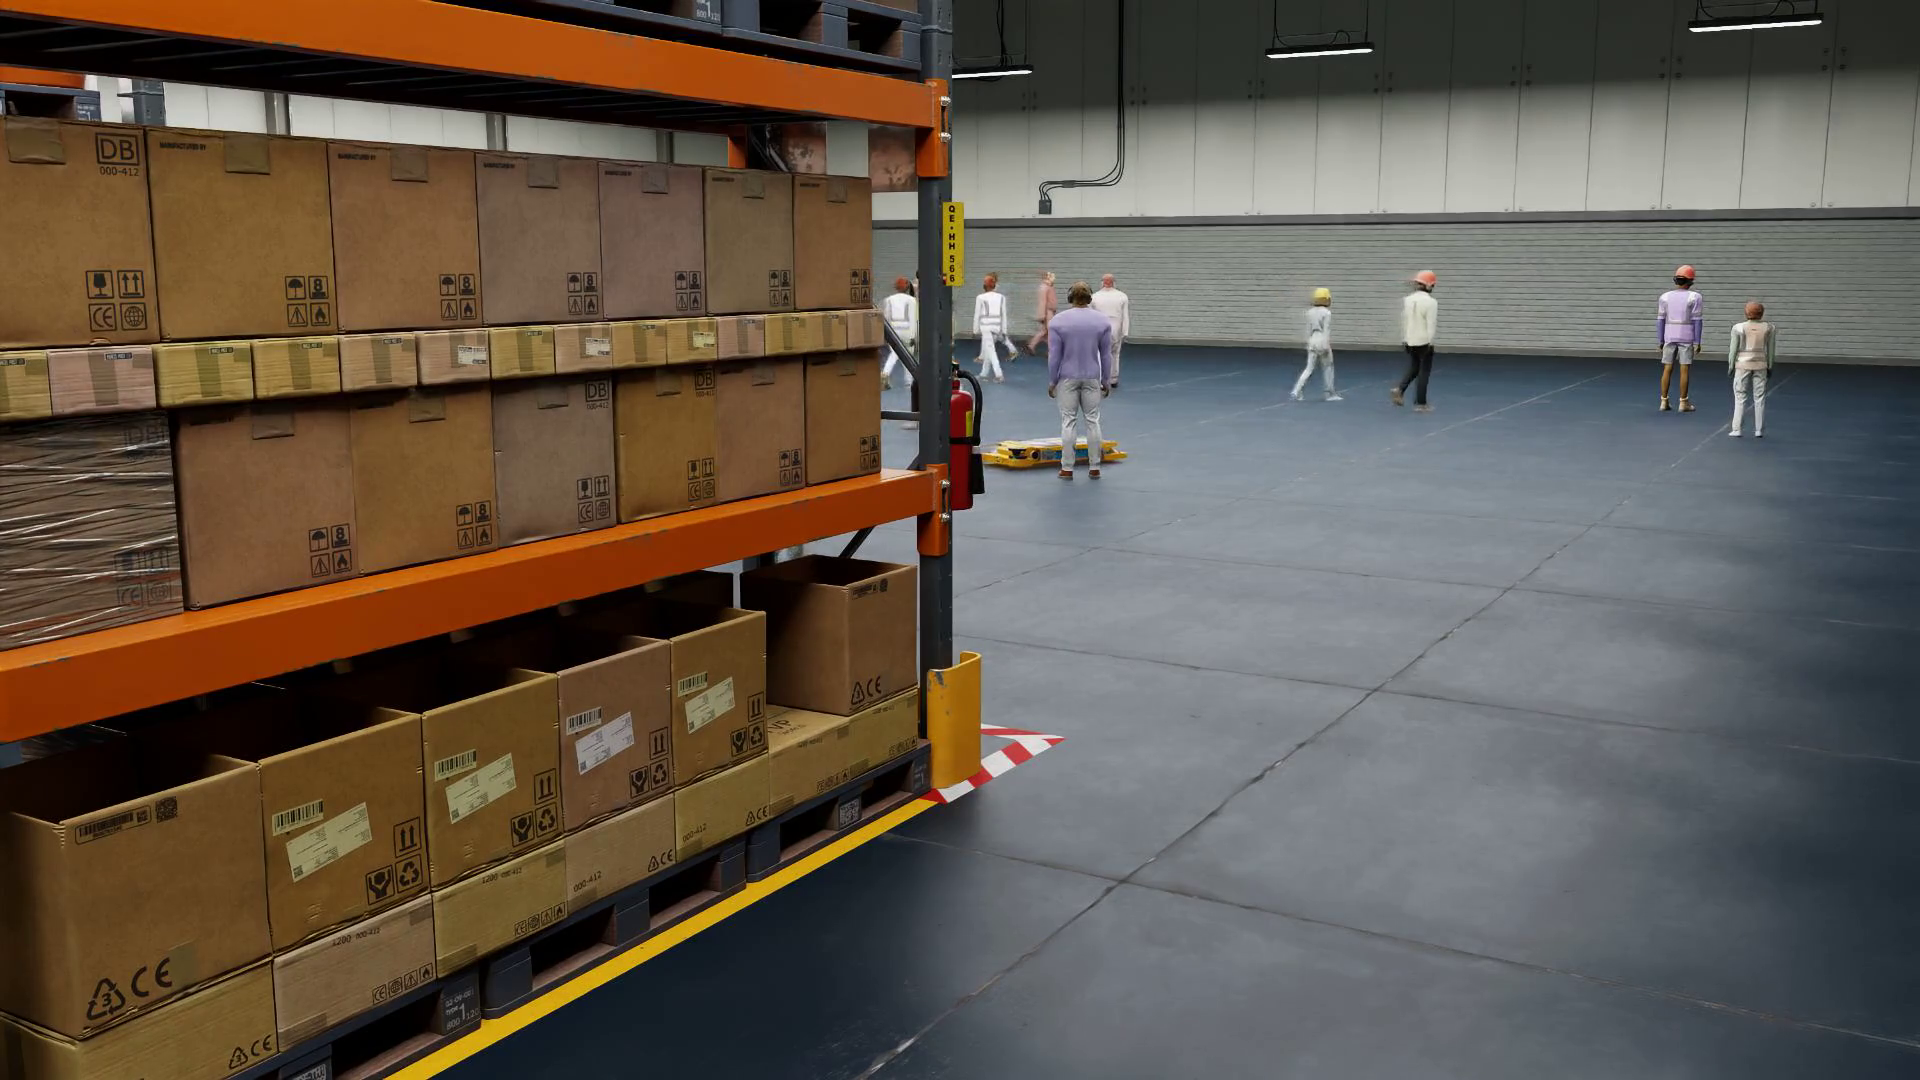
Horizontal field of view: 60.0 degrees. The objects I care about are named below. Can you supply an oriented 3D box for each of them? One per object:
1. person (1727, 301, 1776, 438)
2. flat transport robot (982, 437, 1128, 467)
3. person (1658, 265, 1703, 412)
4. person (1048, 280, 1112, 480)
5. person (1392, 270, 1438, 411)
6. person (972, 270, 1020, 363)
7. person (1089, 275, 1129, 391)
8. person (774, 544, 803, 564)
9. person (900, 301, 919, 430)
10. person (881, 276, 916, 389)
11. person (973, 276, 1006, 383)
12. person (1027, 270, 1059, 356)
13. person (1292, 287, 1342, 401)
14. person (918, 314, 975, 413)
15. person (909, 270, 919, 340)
[{"bbox_3d":[9.504,-2.044,19.990,0.520,1.636,0.312,2,10,11],"label":"person"},{"bbox_3d":[1.003,-0.941,17.522,1.431,0.197,0.652,-6,11,-31],"label":"flat transport robot"},{"bbox_3d":[10.099,-2.816,23.322,0.611,2.043,0.374,9,13,44],"label":"person"},{"bbox_3d":[1.163,-1.546,16.192,0.635,1.937,0.352,-1,10,-7],"label":"person"},{"bbox_3d":[6.417,-2.782,23.280,0.532,1.982,0.632,-5,11,-27],"label":"person"},{"bbox_3d":[0.746,-4.549,33.885,0.921,1.912,0.640,2,10,11],"label":"person"},{"bbox_3d":[2.414,-3.391,27.206,0.678,1.856,0.967,1,10,3],"label":"person"},{"bbox_3d":[-1.180,-0.475,10.957,0.550,1.584,0.871,0,10,0],"label":"person"},{"bbox_3d":[-0.438,-2.162,20.592,0.538,1.670,0.738,8,12,38],"label":"person"},{"bbox_3d":[-0.995,-3.366,27.133,0.579,1.854,0.863,5,11,28],"label":"person"},{"bbox_3d":[0.535,-3.622,28.641,0.589,1.844,0.964,-6,11,-32],"label":"person"},{"bbox_3d":[1.832,-4.876,35.880,0.798,1.885,0.649,2,10,14],"label":"person"},{"bbox_3d":[5.392,-2.937,24.996,0.783,1.716,0.496,-5,11,-27],"label":"person"},{"bbox_3d":[-0.193,-2.525,22.320,0.931,1.795,0.658,-5,11,-29],"label":"person"},{"bbox_3d":[-1.037,-6.124,43.277,0.633,1.841,0.429,-4,10,-20],"label":"person"}]
